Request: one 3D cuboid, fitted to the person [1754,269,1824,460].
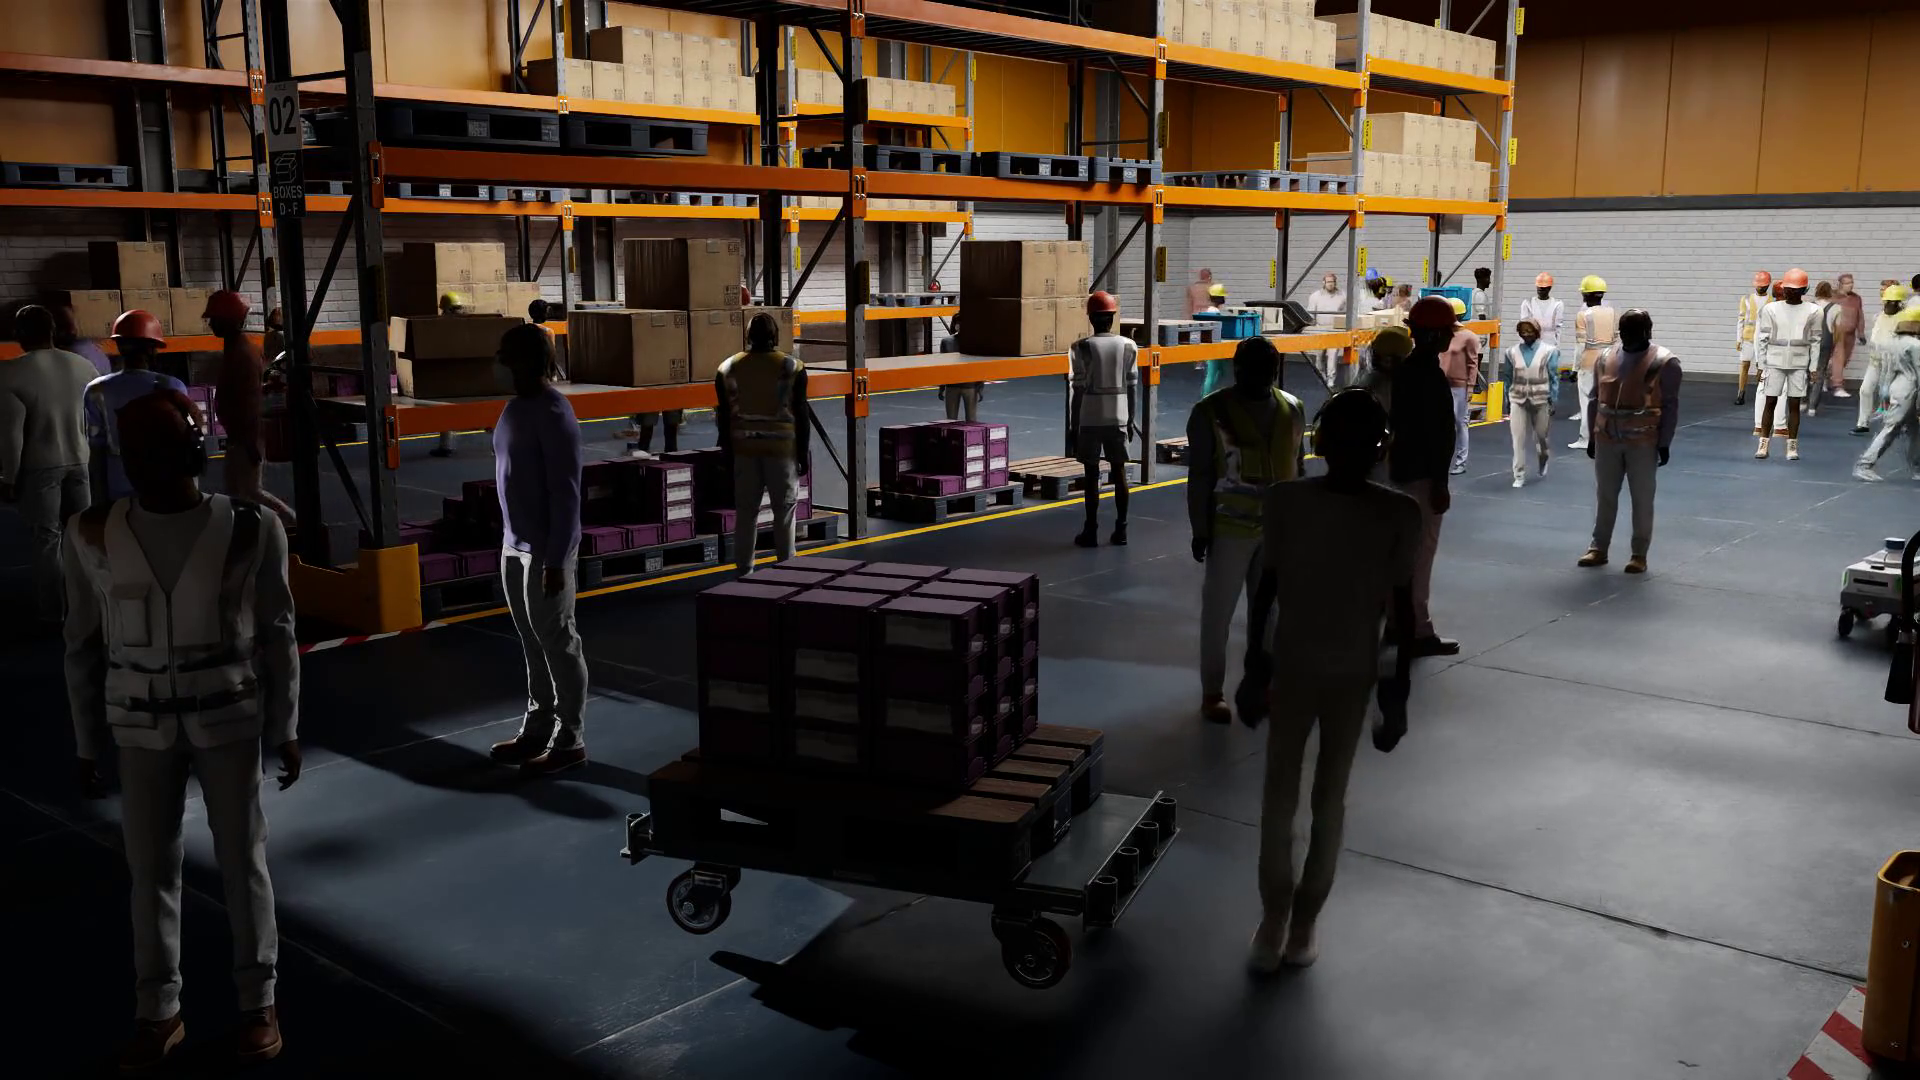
[{"bbox_3d":[8.834,-1.866,17.748,0.605,2.036,0.393,5,11,26],"label":"person"}]

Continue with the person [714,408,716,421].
[{"bbox_3d":[-3.033,-2.381,21.644,0.540,1.697,0.318,8,13,37],"label":"person"}]

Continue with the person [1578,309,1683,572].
[{"bbox_3d":[4.680,-0.695,11.651,0.430,1.838,0.624,-9,14,-43],"label":"person"}]

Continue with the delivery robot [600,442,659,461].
[{"bbox_3d":[-2.865,-0.618,14.586,0.477,0.478,0.707,6,12,32],"label":"delivery robot"}]

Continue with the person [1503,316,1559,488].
[{"bbox_3d":[5.429,-1.319,15.811,0.522,1.616,0.619,5,11,28],"label":"person"}]

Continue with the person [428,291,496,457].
[{"bbox_3d":[-5.348,-1.781,17.949,0.812,1.804,0.593,2,10,13],"label":"person"}]

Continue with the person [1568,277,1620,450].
[{"bbox_3d":[7.094,-1.975,18.674,0.593,1.924,0.384,-4,11,-23],"label":"person"}]

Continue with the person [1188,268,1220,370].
[{"bbox_3d":[4.551,-4.093,30.859,0.646,1.891,0.506,6,11,29],"label":"person"}]

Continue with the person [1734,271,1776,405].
[{"bbox_3d":[11.435,-2.885,23.855,0.542,1.928,0.375,5,11,27],"label":"person"}]

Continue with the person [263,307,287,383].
[{"bbox_3d":[-7.286,-1.688,17.902,0.497,1.629,0.277,7,12,34],"label":"person"}]

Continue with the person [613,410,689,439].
[{"bbox_3d":[-3.681,-2.158,19.777,0.900,1.912,0.639,-4,11,-22],"label":"person"}]

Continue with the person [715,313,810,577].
[{"bbox_3d":[-1.291,-0.580,11.021,0.618,1.836,0.430,2,10,9],"label":"person"}]

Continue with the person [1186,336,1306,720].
[{"bbox_3d":[1.398,-0.057,8.005,0.637,1.840,0.429,-3,11,-18],"label":"person"}]

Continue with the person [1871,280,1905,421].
[{"bbox_3d":[12.187,-2.482,21.802,0.372,1.840,0.571,3,10,16],"label":"person"}]

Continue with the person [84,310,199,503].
[{"bbox_3d":[-4.337,-0.258,8.902,0.543,1.928,0.374,-1,10,-5],"label":"person"}]

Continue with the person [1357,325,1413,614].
[{"bbox_3d":[2.512,-0.427,10.254,0.668,1.798,0.599,2,10,11],"label":"person"}]

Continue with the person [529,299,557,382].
[{"bbox_3d":[-4.725,-1.852,18.670,0.534,1.687,0.320,6,12,31],"label":"person"}]

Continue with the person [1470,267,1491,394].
[{"bbox_3d":[7.947,-3.189,25.475,0.367,1.966,0.605,0,10,0],"label":"person"}]

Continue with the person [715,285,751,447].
[{"bbox_3d":[-2.029,-1.336,15.033,0.368,1.929,0.542,5,11,24],"label":"person"}]

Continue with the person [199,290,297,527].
[{"bbox_3d":[-4.880,-0.733,11.499,0.701,1.995,0.630,-6,11,-29],"label":"person"}]

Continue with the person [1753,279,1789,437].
[{"bbox_3d":[9.805,-2.176,19.943,0.351,1.884,0.581,-6,11,-29],"label":"person"}]

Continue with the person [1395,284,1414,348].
[{"bbox_3d":[7.893,-3.752,29.655,0.386,1.629,0.519,-2,10,-12],"label":"person"}]

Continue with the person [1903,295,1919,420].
[{"bbox_3d":[12.513,-2.509,21.393,1.033,2.000,0.692,-9,14,-42],"label":"person"}]

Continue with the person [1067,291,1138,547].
[{"bbox_3d":[1.067,-0.909,12.590,0.545,1.933,0.376,-2,10,-13],"label":"person"}]

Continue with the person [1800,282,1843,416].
[{"bbox_3d":[11.650,-2.597,22.585,0.511,1.788,0.990,6,11,29],"label":"person"}]

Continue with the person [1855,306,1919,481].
[{"bbox_3d":[9.153,-1.410,16.105,0.868,1.701,0.492,2,10,9],"label":"person"}]

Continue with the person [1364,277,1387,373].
[{"bbox_3d":[5.698,-2.668,22.823,0.442,1.853,0.548,-3,10,-16],"label":"person"}]

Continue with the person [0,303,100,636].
[{"bbox_3d":[-5.309,-0.407,9.716,0.372,1.940,0.632,5,11,27],"label":"person"}]

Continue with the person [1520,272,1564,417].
[{"bbox_3d":[7.766,-2.604,22.238,0.547,1.934,0.376,2,10,13],"label":"person"}]

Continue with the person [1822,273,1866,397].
[{"bbox_3d":[13.448,-3.144,25.471,0.634,1.880,0.812,-3,10,-15],"label":"person"}]

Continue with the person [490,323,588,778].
[{"bbox_3d":[-1.821,0.043,7.156,0.372,1.940,0.630,-7,12,-35],"label":"person"}]

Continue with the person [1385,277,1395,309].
[{"bbox_3d":[7.204,-3.575,28.251,0.323,1.765,0.534,-3,10,-16],"label":"person"}]

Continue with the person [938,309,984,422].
[{"bbox_3d":[0.013,-1.540,17.033,0.499,1.634,0.278,3,10,17],"label":"person"}]

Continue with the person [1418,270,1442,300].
[{"bbox_3d":[8.103,-3.652,28.359,0.613,1.889,0.777,3,10,16],"label":"person"}]

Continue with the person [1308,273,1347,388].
[{"bbox_3d":[6.006,-3.435,27.196,0.664,1.866,0.937,2,10,10],"label":"person"}]

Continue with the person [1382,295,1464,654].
[{"bbox_3d":[2.594,-0.367,9.326,0.375,1.995,0.611,-1,10,-7],"label":"person"}]

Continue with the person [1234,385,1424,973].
[{"bbox_3d":[1.119,0.447,5.112,0.546,1.842,0.550,2,10,12],"label":"person"}]

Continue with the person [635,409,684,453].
[{"bbox_3d":[-2.671,-1.365,14.869,0.609,2.044,0.397,-5,11,-26],"label":"person"}]

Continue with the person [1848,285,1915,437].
[{"bbox_3d":[10.910,-2.098,19.687,0.647,1.811,0.617,-4,11,-21],"label":"person"}]

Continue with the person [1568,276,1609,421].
[{"bbox_3d":[8.252,-2.483,21.681,0.616,1.896,0.540,-8,13,-40],"label":"person"}]

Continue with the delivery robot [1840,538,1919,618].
[{"bbox_3d":[5.463,0.232,9.748,0.707,0.478,0.477,-9,14,-42],"label":"delivery robot"}]

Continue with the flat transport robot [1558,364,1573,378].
[{"bbox_3d":[10.656,-2.930,28.827,1.431,0.197,0.652,-1,10,-8],"label":"flat transport robot"}]

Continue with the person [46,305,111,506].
[{"bbox_3d":[-5.891,-0.625,11.130,0.521,1.881,0.662,-2,10,-11],"label":"person"}]

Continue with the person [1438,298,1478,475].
[{"bbox_3d":[4.919,-1.535,16.641,0.329,1.763,0.523,-7,12,-35],"label":"person"}]

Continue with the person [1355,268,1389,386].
[{"bbox_3d":[6.350,-3.246,25.849,0.607,1.947,0.406,0,10,2],"label":"person"}]

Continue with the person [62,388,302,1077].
[{"bbox_3d":[-2.112,0.525,4.555,0.582,1.884,0.338,-2,10,-14],"label":"person"}]

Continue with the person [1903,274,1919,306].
[{"bbox_3d":[14.478,-3.091,25.241,0.328,1.856,0.519,-8,13,-39],"label":"person"}]

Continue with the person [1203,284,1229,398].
[{"bbox_3d":[3.589,-2.698,23.297,0.396,1.754,0.531,1,10,7],"label":"person"}]
